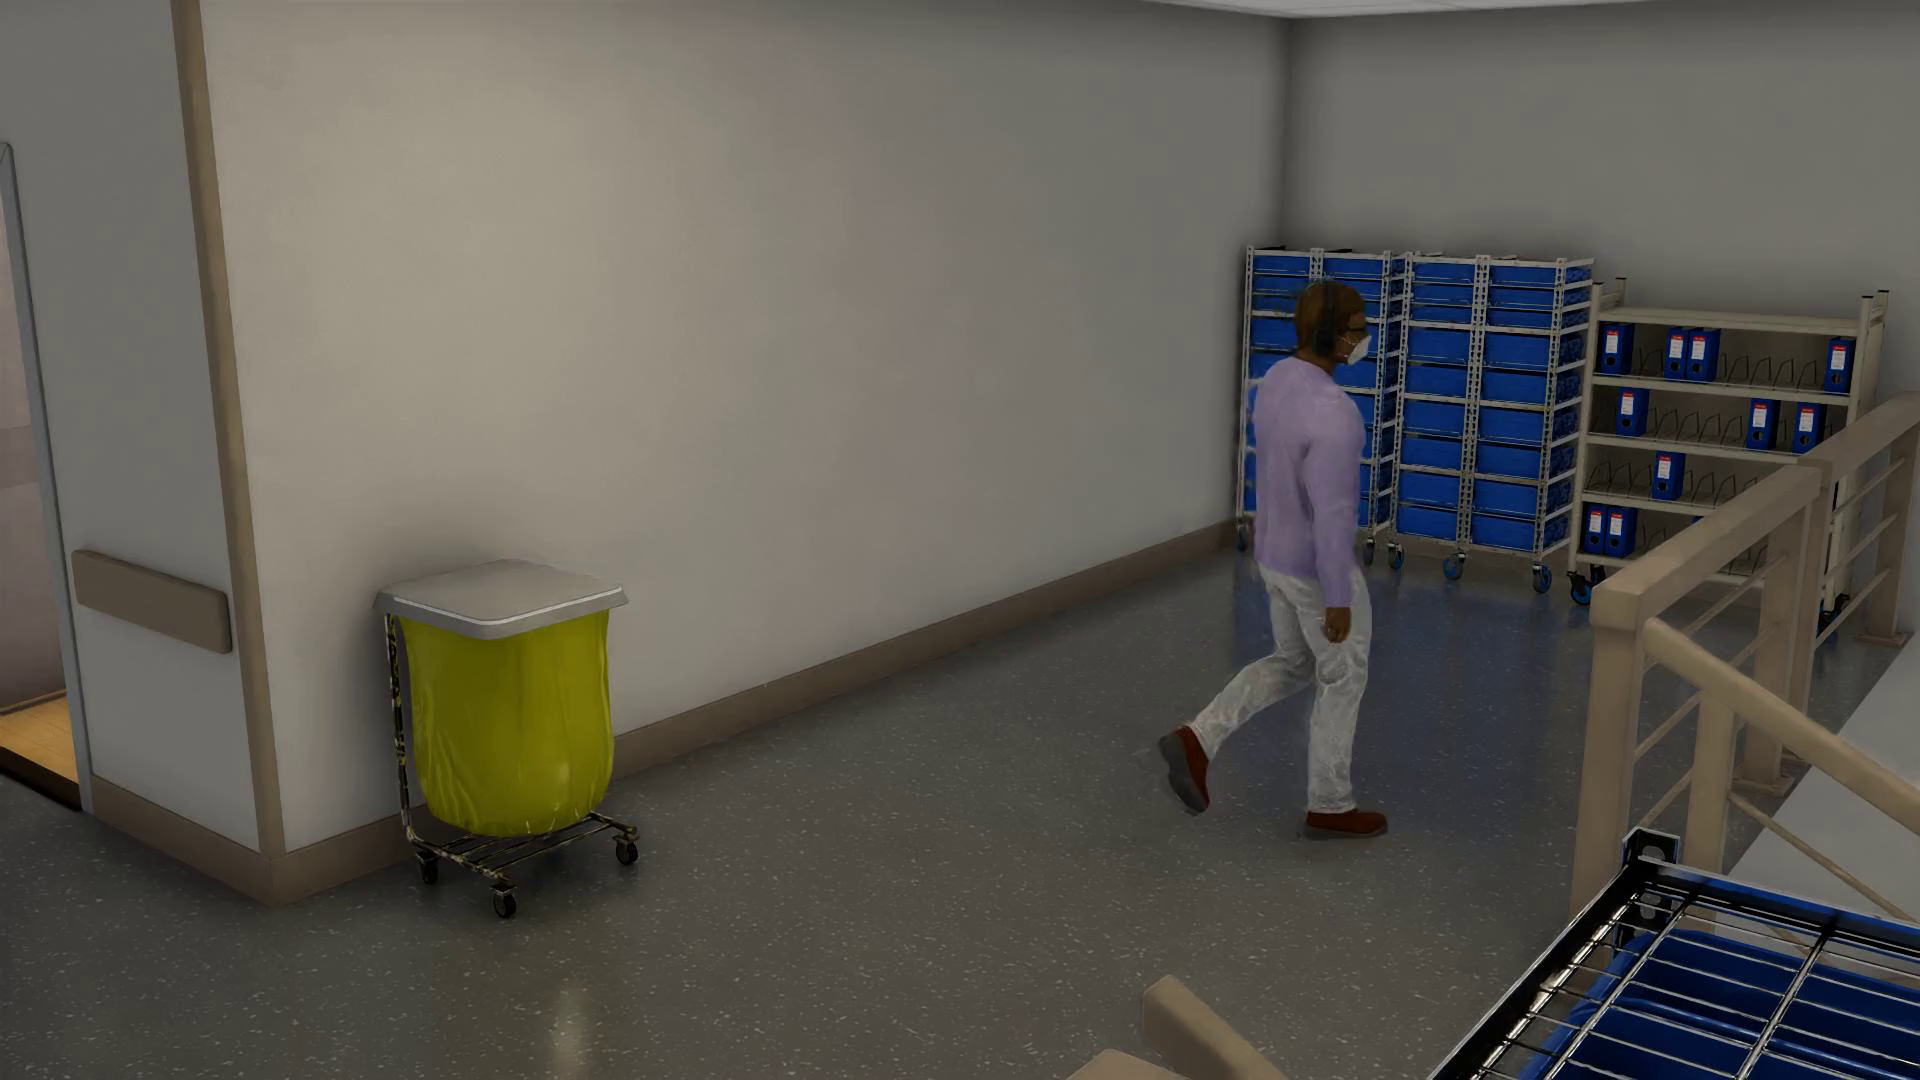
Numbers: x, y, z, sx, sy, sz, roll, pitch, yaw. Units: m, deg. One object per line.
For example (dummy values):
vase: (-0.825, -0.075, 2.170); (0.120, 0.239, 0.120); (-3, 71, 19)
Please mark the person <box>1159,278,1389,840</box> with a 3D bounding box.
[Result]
person: (1.094, 0.091, 5.529); (0.749, 1.910, 0.642); (-2, 14, -10)
